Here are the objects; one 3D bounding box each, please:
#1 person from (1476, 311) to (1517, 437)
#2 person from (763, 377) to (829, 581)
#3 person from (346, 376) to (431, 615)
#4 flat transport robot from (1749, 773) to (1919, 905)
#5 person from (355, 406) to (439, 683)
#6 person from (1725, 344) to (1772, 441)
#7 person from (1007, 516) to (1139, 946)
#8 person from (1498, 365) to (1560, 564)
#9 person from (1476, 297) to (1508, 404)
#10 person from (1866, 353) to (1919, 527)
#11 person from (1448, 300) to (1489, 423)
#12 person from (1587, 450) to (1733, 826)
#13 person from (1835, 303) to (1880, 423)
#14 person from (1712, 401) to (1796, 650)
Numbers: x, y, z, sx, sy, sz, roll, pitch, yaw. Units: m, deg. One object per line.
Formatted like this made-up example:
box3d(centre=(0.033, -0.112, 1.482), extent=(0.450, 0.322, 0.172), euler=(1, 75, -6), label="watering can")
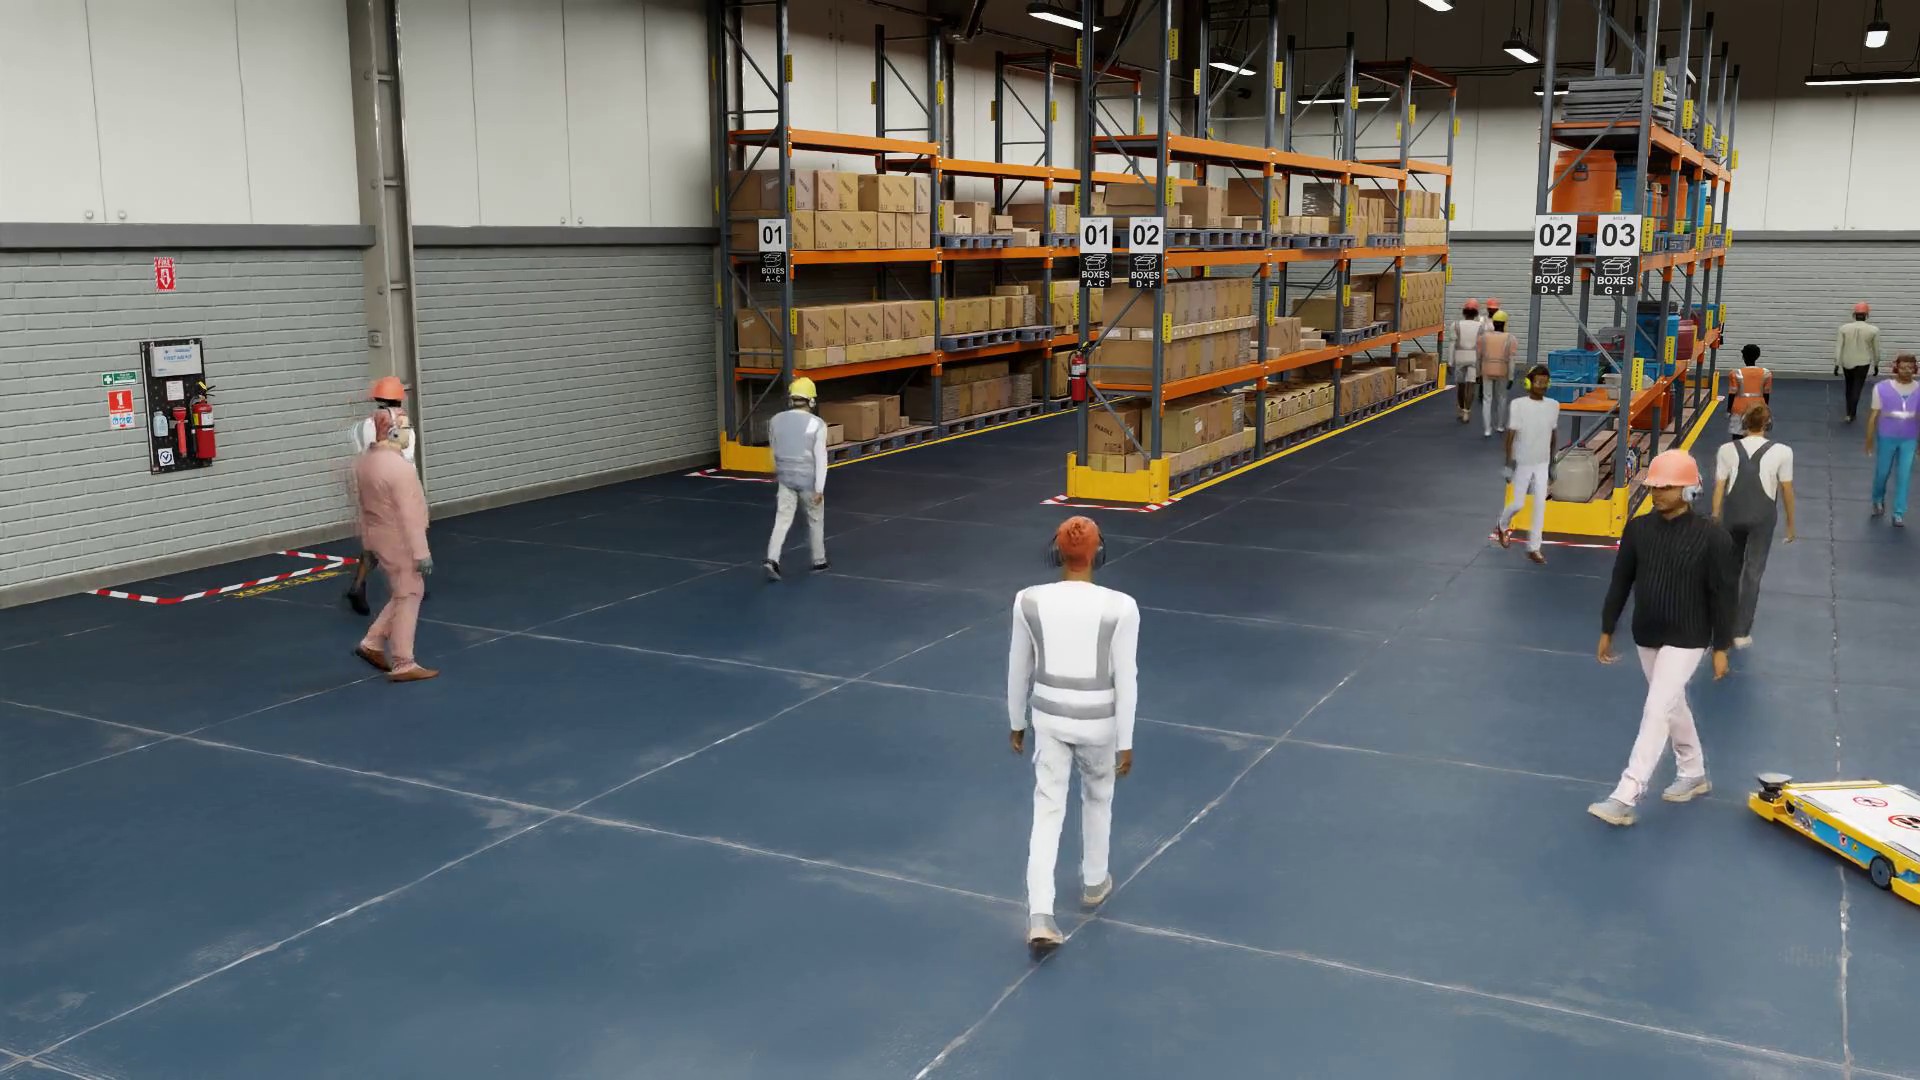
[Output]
box3d(centre=(8.150, -2.526, 25.307), extent=(0.592, 1.883, 0.958), euler=(4, 11, 21), label="person")
box3d(centre=(-1.443, -0.537, 14.701), extent=(0.600, 1.802, 0.888), euler=(4, 11, 22), label="person")
box3d(centre=(-4.625, -0.359, 13.398), extent=(0.544, 1.914, 0.870), euler=(2, 11, 12), label="person")
box3d(centre=(4.562, 1.436, 8.086), extent=(0.652, 0.197, 1.431), euler=(-1, 10, -7), label="flat transport robot")
box3d(centre=(-3.796, 0.042, 11.267), extent=(0.448, 1.892, 0.646), euler=(-8, 13, -36), label="person")
box3d(centre=(9.782, -1.584, 20.667), extent=(0.533, 1.697, 0.318), euler=(1, 10, 3), label="person")
box3d(centre=(0.476, 0.808, 7.239), extent=(0.592, 1.844, 0.977), euler=(3, 11, 16), label="person")
box3d(centre=(5.350, -0.736, 15.639), extent=(0.524, 1.850, 0.725), euler=(-1, 10, -6), label="person")
box3d(centre=(9.505, -3.375, 29.803), extent=(0.569, 1.924, 0.496), euler=(2, 11, 13), label="person")
box3d(centre=(9.921, -1.083, 17.624), extent=(0.574, 1.815, 0.835), euler=(4, 11, 20), label="person")
box3d(centre=(8.301, -2.916, 27.151), extent=(0.631, 1.990, 1.070), euler=(3, 11, 18), label="person")
box3d(centre=(3.668, 0.489, 8.705), extent=(1.047, 1.937, 0.644), euler=(-6, 12, -31), label="person")
box3d(centre=(14.586, -2.876, 27.046), extent=(0.629, 1.948, 1.046), euler=(9, 13, 39), label="person")
box3d(centre=(5.932, -0.126, 12.414), extent=(0.538, 1.811, 0.864), euler=(8, 13, 37), label="person")
